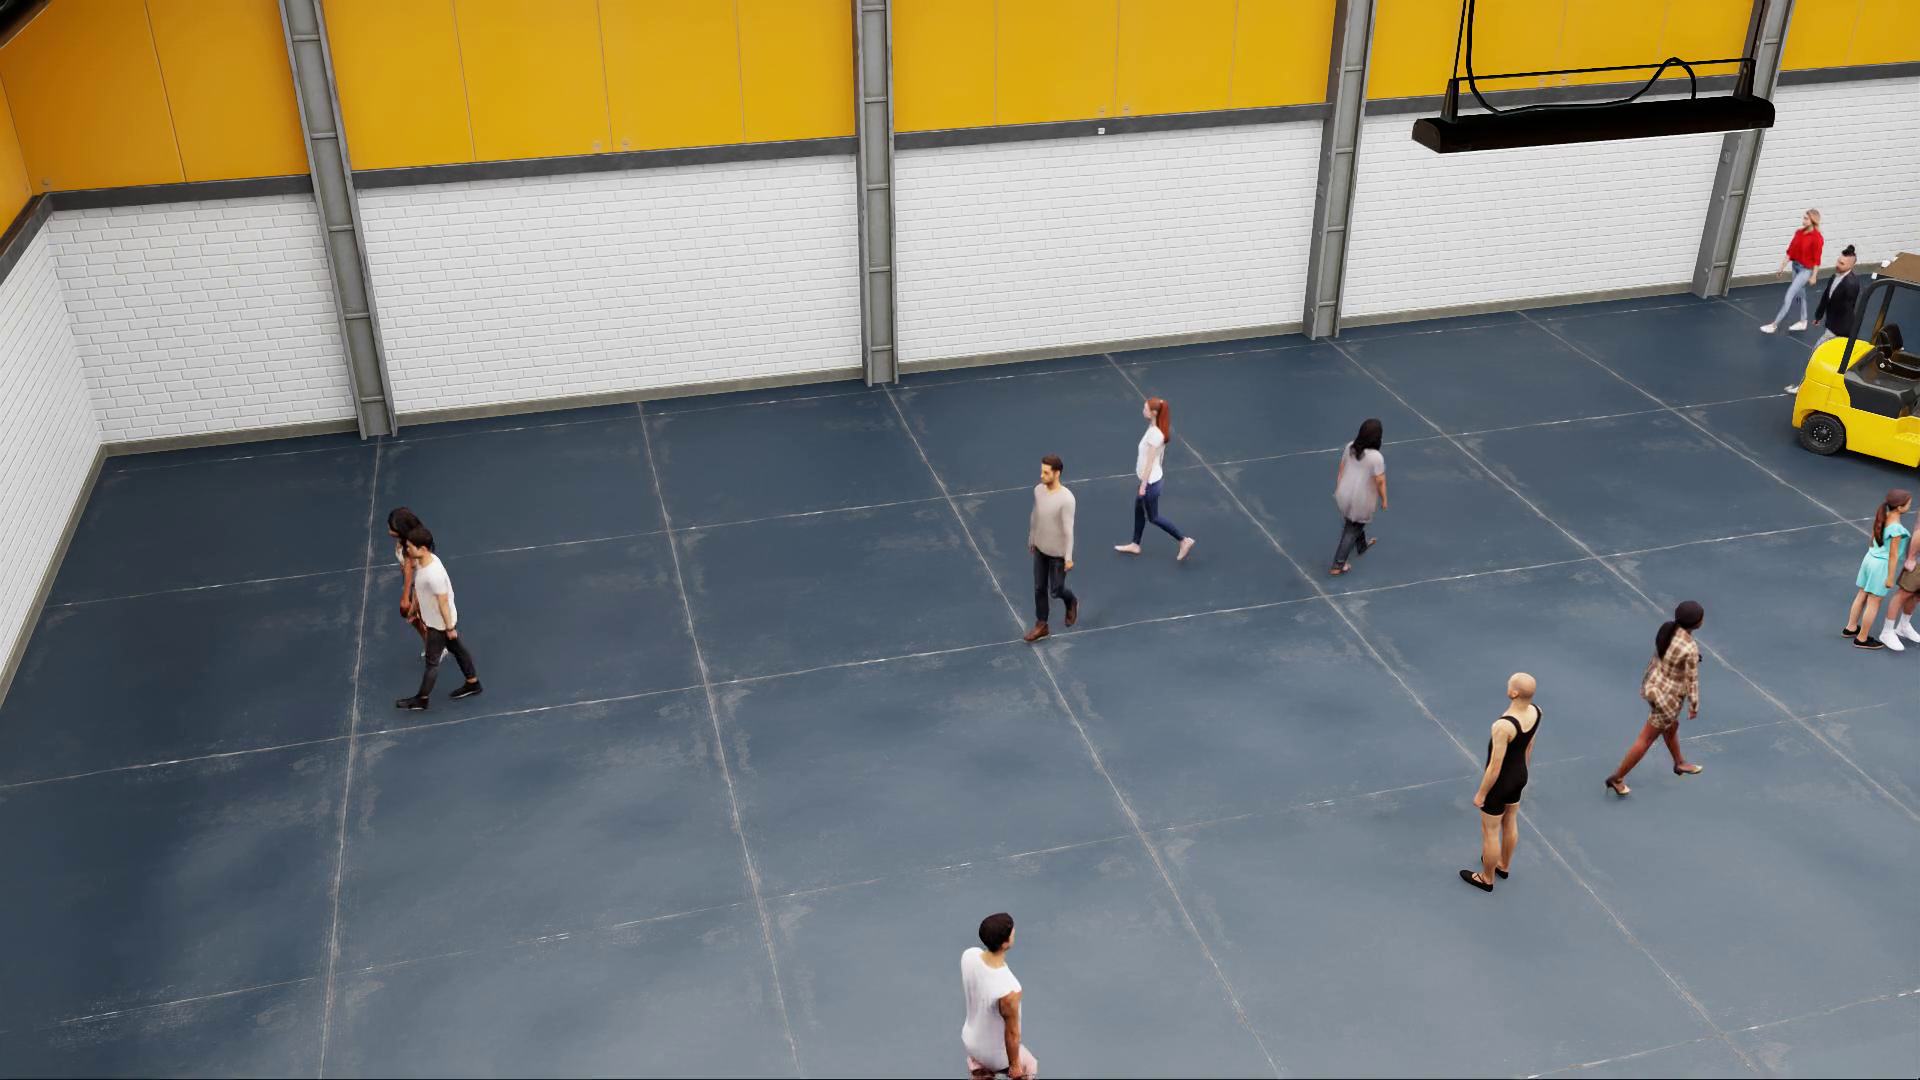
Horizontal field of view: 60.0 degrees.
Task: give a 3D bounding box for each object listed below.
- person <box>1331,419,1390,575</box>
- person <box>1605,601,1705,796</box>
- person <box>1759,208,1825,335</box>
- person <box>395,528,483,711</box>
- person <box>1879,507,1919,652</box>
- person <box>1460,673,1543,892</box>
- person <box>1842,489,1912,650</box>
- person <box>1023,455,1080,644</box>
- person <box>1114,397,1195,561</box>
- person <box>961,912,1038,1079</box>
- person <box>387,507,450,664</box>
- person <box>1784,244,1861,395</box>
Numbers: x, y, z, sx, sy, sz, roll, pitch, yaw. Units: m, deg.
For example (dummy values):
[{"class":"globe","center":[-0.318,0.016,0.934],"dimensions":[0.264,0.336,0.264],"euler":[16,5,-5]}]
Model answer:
[{"class":"person","center":[3.827,-0.398,16.229],"dimensions":[1.059,1.570,0.825],"euler":[-18,34,-30]},{"class":"person","center":[5.411,1.288,12.962],"dimensions":[1.113,1.738,0.667],"euler":[-5,29,-8]},{"class":"person","center":[11.117,-3.513,21.837],"dimensions":[0.995,1.668,0.635],"euler":[-6,29,-10]},{"class":"person","center":[-4.365,0.632,14.208],"dimensions":[0.991,1.697,0.699],"euler":[-11,31,-20]},{"class":"person","center":[8.671,0.110,14.906],"dimensions":[0.553,1.846,0.735],"euler":[-13,31,-22]},{"class":"person","center":[3.948,1.745,12.045],"dimensions":[0.595,1.815,0.777],"euler":[-21,35,-33]},{"class":"person","center":[8.333,0.240,15.072],"dimensions":[0.605,1.557,0.599],"euler":[0,29,-1]},{"class":"person","center":[0.887,0.067,15.080],"dimensions":[0.919,1.855,1.018],"euler":[24,37,37]},{"class":"person","center":[1.971,-0.566,16.383],"dimensions":[1.104,1.718,0.870],"euler":[6,29,11]},{"class":"person","center":[0.130,2.977,9.824],"dimensions":[0.790,1.779,0.771],"euler":[-21,35,-33]},{"class":"person","center":[-4.713,0.415,14.715],"dimensions":[0.704,1.593,0.659],"euler":[-16,32,-26]},{"class":"person","center":[10.571,-2.576,19.859],"dimensions":[1.104,1.917,1.023],"euler":[6,29,11]}]
